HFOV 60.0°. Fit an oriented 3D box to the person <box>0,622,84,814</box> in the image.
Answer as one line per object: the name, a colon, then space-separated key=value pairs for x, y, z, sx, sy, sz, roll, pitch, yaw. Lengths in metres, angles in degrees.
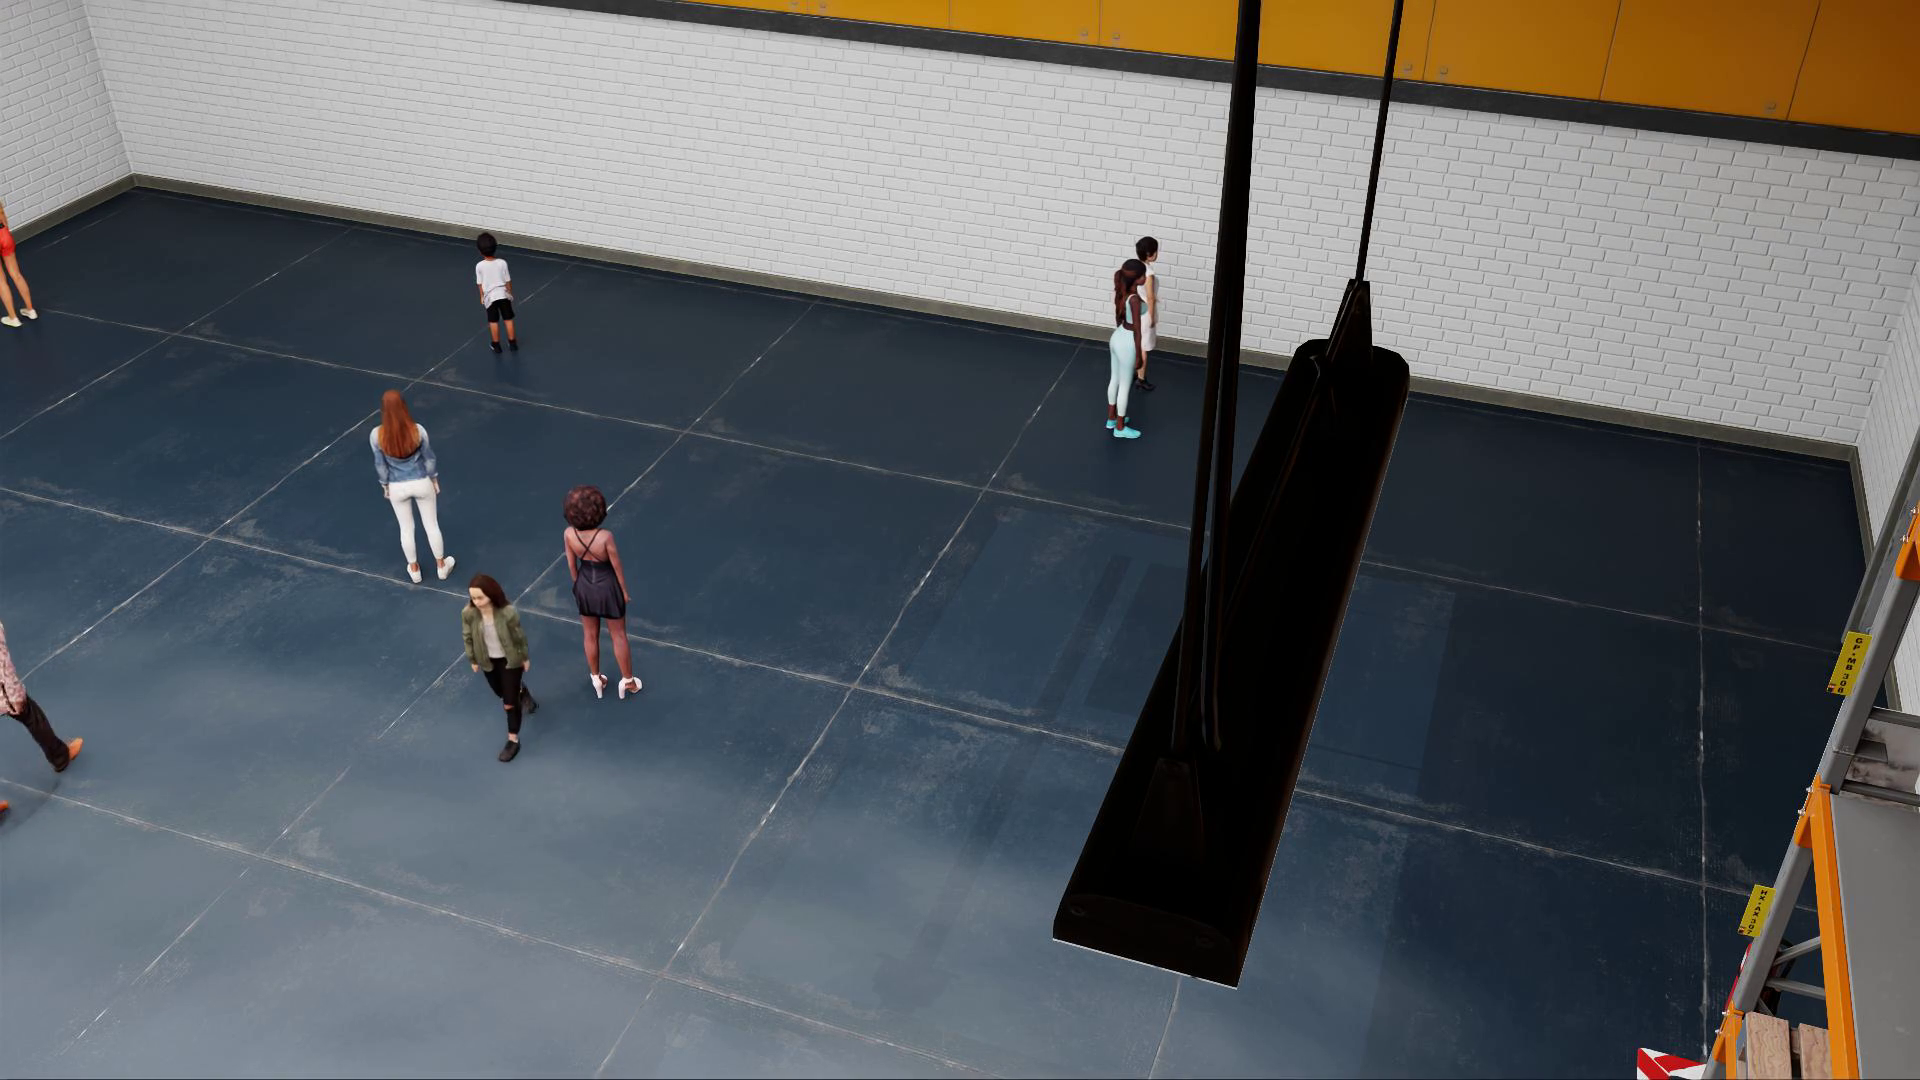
person: x=-6.468 y=1.053 z=10.985 sx=0.879 sy=1.781 sz=1.241 roll=3 pitch=34 yaw=5

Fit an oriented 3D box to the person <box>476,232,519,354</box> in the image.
person: x=-4.681 y=-2.494 z=16.793 sx=0.563 sy=1.257 sz=0.610 roll=-10 pitch=35 yaw=-15

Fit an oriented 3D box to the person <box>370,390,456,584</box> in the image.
person: x=-4.378 y=-0.418 z=13.268 sx=0.695 sy=1.703 sz=0.708 roll=-7 pitch=34 yaw=-11

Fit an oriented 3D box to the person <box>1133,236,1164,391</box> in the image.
person: x=1.748 y=-2.191 z=16.071 sx=0.693 sy=1.552 sz=0.641 roll=-16 pitch=37 yaw=-23

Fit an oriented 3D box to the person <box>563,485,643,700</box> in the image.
person: x=-2.596 y=0.392 z=11.972 sx=0.596 sy=1.789 sz=0.581 roll=6 pitch=34 yaw=9

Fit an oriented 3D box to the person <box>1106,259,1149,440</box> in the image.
person: x=1.521 y=-1.769 z=15.278 sx=0.715 sy=1.726 sz=0.643 roll=-11 pitch=35 yaw=-16

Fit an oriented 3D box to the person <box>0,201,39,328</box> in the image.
person: x=-9.979 y=-3.080 z=17.198 sx=0.653 sy=1.786 sz=0.502 roll=16 pitch=37 yaw=23

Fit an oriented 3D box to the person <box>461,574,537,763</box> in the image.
person: x=-3.184 y=0.803 z=11.657 sx=0.742 sy=1.451 sz=0.995 roll=1 pitch=34 yaw=2
